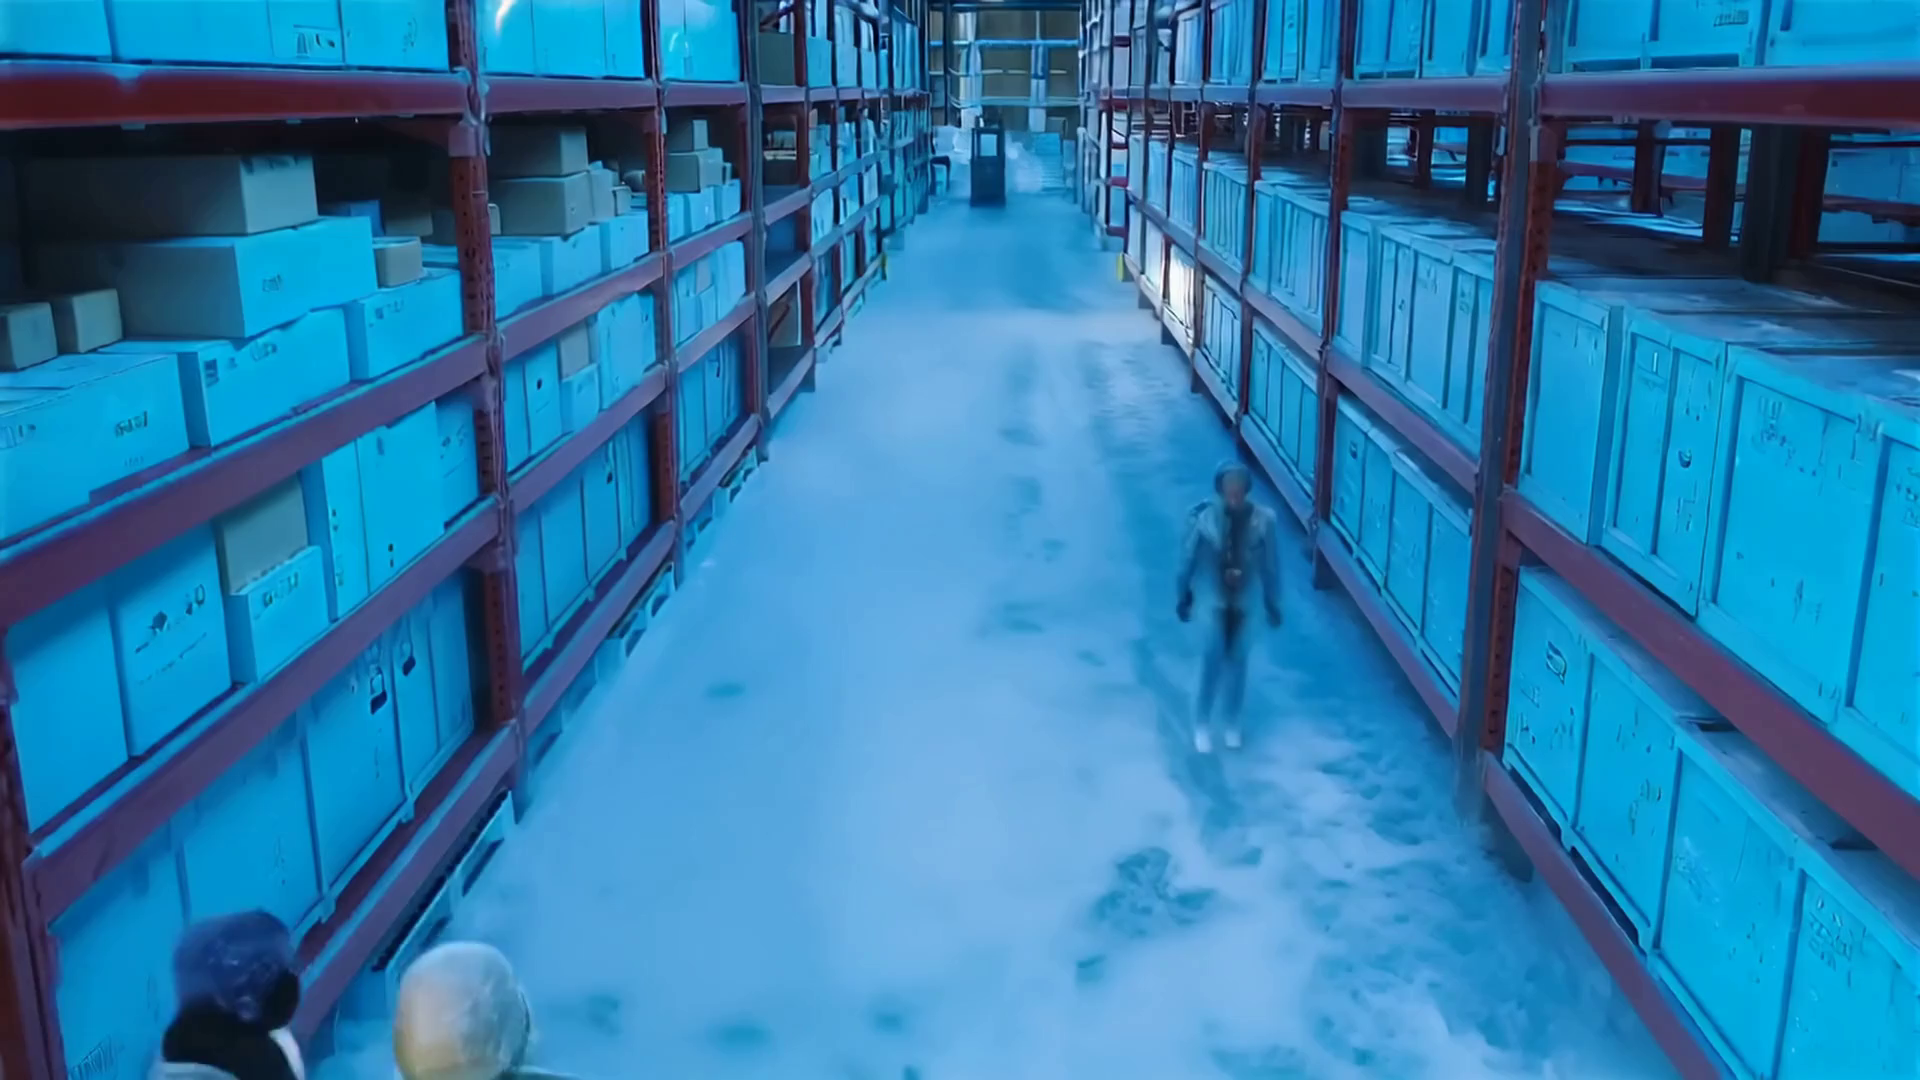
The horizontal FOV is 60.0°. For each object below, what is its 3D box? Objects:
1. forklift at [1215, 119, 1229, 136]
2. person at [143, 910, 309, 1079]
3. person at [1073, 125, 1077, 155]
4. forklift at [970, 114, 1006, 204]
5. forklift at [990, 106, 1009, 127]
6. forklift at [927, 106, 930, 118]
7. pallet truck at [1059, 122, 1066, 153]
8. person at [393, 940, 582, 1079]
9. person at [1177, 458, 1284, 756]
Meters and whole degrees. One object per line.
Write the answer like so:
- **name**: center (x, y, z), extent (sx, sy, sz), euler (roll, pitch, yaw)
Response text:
- **forklift**: center (6.604, -9.610, 43.547), extent (1.873, 2.768, 1.129), euler (-6, 16, -23)
- **person**: center (-1.520, 1.655, 3.636), extent (0.448, 1.820, 0.622), euler (-5, 16, -17)
- **person**: center (5.890, -20.097, 84.414), extent (0.939, 1.897, 0.663), euler (-6, 16, -20)
- **forklift**: center (0.908, -12.267, 53.433), extent (1.129, 2.768, 1.873), euler (0, 15, 2)
- **forklift**: center (1.964, -20.467, 83.943), extent (1.129, 2.768, 1.873), euler (-7, 17, -25)
- **forklift**: center (-1.919, -21.447, 87.590), extent (1.129, 2.768, 1.873), euler (0, 15, 2)
- **pallet truck**: center (5.788, -21.111, 88.014), extent (1.885, 1.965, 0.823), euler (5, 16, 18)
- **person**: center (-0.923, 1.691, 3.226), extent (0.620, 1.969, 0.553), euler (-2, 15, -7)
- **person**: center (1.433, 0.361, 8.825), extent (0.535, 1.619, 0.509), euler (-1, 15, -2)
